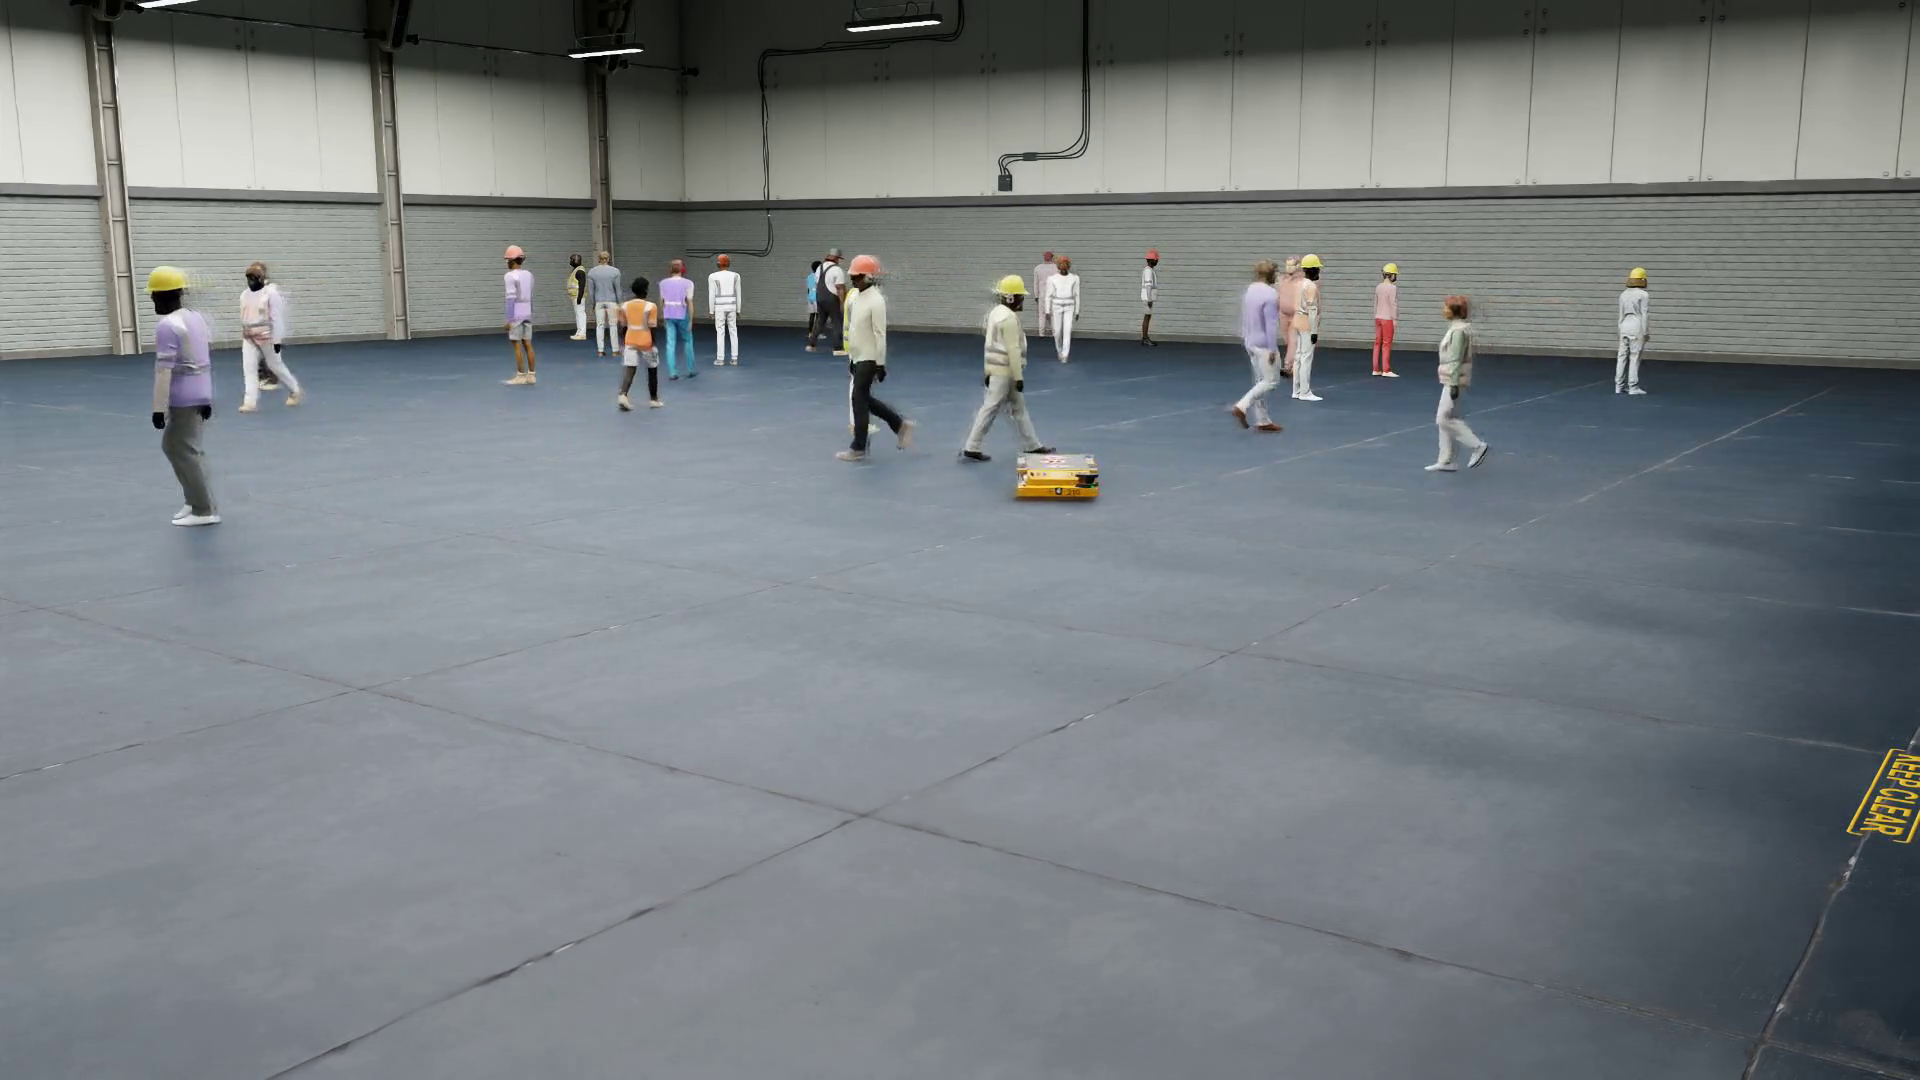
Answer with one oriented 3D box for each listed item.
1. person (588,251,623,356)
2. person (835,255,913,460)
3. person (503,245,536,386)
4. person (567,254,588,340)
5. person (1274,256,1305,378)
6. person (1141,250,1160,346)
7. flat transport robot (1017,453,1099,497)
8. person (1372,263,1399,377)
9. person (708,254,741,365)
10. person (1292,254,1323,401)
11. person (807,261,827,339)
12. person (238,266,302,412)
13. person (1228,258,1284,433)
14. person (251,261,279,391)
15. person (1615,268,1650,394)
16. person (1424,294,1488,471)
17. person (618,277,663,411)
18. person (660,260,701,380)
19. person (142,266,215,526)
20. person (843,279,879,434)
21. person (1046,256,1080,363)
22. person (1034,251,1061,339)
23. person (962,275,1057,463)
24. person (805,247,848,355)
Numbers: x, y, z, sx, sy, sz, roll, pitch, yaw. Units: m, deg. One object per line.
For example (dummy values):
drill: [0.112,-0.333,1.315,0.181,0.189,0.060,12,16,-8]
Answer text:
person: [-6.514,-4.344,30.619,0.627,1.936,0.372,1,10,5]
person: [-0.830,-1.762,16.044,0.759,1.970,0.616,-4,11,-21]
person: [-6.473,-3.274,24.325,0.390,2.040,0.614,4,11,20]
person: [-8.278,-5.257,35.994,0.429,1.845,0.621,-4,11,-20]
person: [5.084,-3.449,25.797,0.678,1.857,0.961,9,13,40]
person: [3.857,-4.894,33.690,0.373,1.939,0.545,1,10,8]
flat transport robot: [0.812,-0.561,14.090,0.652,0.197,1.431,0,10,1]
person: [6.642,-3.409,25.874,0.328,1.762,0.523,-4,11,-20]
person: [-4.020,-3.930,28.444,0.575,1.883,0.355,-5,11,-27]
person: [4.606,-2.806,22.017,0.358,1.930,0.590,-1,10,-8]
person: [-3.117,-5.205,36.137,0.317,1.684,0.540,-9,13,-40]
person: [-8.667,-2.519,20.788,0.625,1.808,0.910,4,11,20]
person: [3.253,-2.103,18.116,0.601,1.923,0.630,-3,11,-16]
person: [-9.806,-3.004,23.411,0.515,1.825,0.423,3,11,18]
person: [9.327,-2.885,23.006,0.315,1.742,0.487,-4,11,-23]
person: [4.509,-1.408,15.042,0.452,1.625,0.534,3,10,14]
person: [-4.004,-2.439,20.710,0.533,1.660,0.831,3,11,19]
person: [-4.304,-3.381,25.564,0.589,1.803,0.906,2,10,11]
person: [-5.753,-1.043,12.199,0.513,1.906,0.608,0,10,-3]
person: [-1.065,-2.084,18.248,0.429,1.835,0.630,-2,10,-9]
person: [1.804,-4.042,29.164,0.582,1.856,0.866,1,10,4]
person: [1.935,-5.340,36.278,0.640,1.909,0.409,2,10,11]
person: [0.446,-1.617,15.796,0.961,1.780,0.600,-2,10,-9]
person: [-2.460,-4.460,30.968,0.885,2.000,0.644,10,14,43]
